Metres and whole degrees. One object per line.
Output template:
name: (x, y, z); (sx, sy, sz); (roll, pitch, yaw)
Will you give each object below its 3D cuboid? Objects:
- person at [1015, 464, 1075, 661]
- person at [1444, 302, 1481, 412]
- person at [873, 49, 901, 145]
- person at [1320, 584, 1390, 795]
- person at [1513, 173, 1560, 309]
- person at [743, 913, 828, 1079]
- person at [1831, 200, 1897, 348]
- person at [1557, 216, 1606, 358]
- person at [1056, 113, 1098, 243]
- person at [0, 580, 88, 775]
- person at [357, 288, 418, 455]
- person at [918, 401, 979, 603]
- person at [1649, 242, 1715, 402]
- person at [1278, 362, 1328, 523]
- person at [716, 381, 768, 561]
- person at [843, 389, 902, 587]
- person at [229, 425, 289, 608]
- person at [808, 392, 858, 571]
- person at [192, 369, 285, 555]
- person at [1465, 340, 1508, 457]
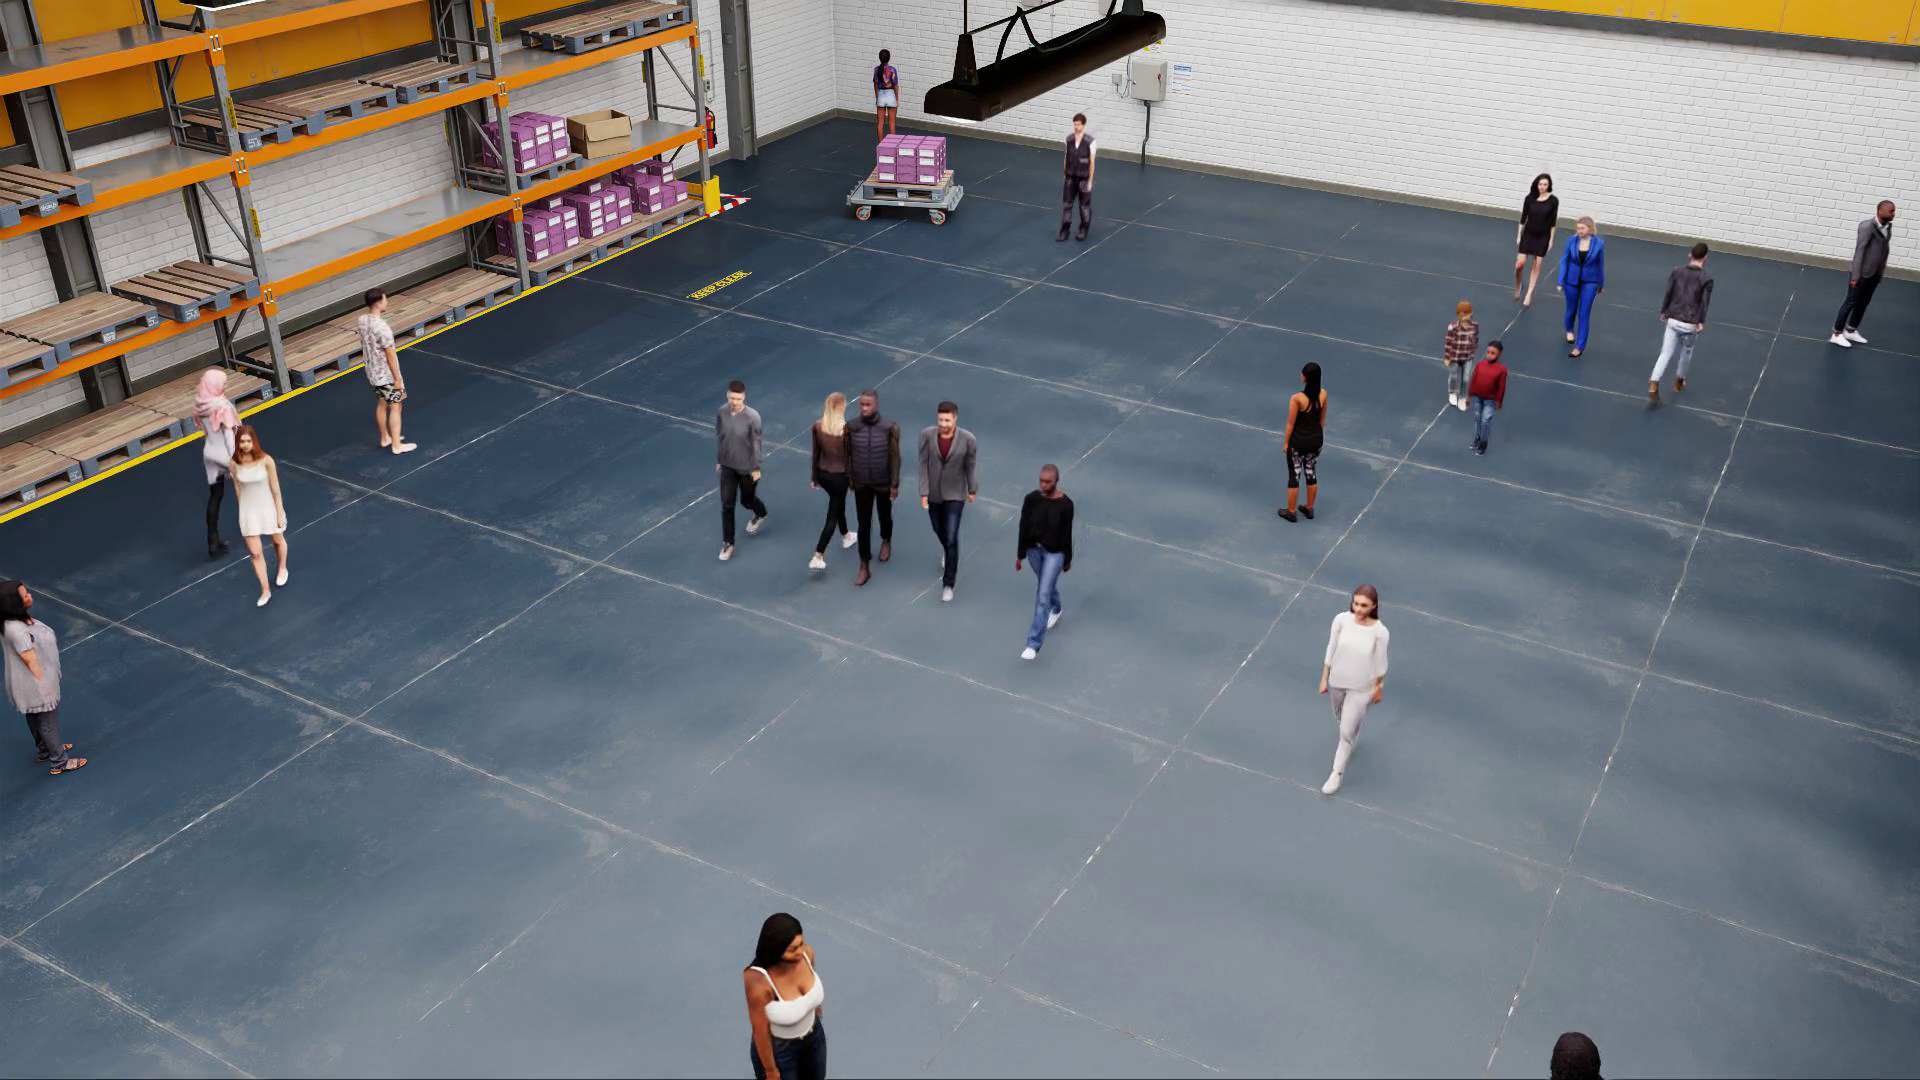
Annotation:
person: (0.755, 0.100, 14.231); (0.664, 1.698, 1.200); (12, 31, 21)
person: (5.643, -2.101, 18.712); (0.677, 1.271, 0.748); (-3, 29, -5)
person: (-1.232, -7.331, 27.808); (0.635, 1.743, 0.583); (9, 30, 15)
person: (2.984, 1.041, 12.549); (0.638, 1.657, 1.067); (18, 33, 29)
person: (7.422, -3.868, 21.408); (0.634, 1.790, 0.617); (11, 31, 20)
person: (-0.991, 2.778, 9.208); (0.764, 1.807, 0.618); (24, 37, 37)
person: (11.037, -3.270, 20.287); (0.737, 1.814, 0.854); (-13, 31, -22)
person: (7.512, -3.109, 20.155); (0.748, 1.658, 1.008); (11, 31, 20)
person: (1.751, -5.196, 23.805); (0.710, 1.827, 0.954); (11, 31, 20)
person: (-7.054, 1.027, 12.623); (0.695, 1.610, 0.725); (25, 37, 38)
person: (-6.111, -1.787, 17.573); (0.703, 1.811, 0.624); (21, 35, 33)
person: (-0.123, -0.446, 15.098); (0.879, 1.826, 1.251); (7, 29, 12)
person: (8.105, -2.419, 18.742); (0.790, 1.800, 1.177); (21, 35, 33)
person: (3.371, -0.968, 16.226); (0.619, 1.662, 0.713); (-12, 31, -21)
person: (-2.037, -0.721, 15.703); (0.810, 1.730, 1.110); (11, 30, 19)
person: (-0.759, -0.550, 15.308); (0.947, 1.808, 1.160); (4, 29, 7)
person: (-6.287, -0.303, 14.997); (0.905, 1.673, 1.002); (-5, 29, -8)
person: (-1.210, -0.508, 15.385); (0.604, 1.660, 1.087); (15, 32, 26)
person: (-6.999, -0.699, 15.657); (0.769, 1.735, 1.244); (11, 30, 19)
person: (5.639, -1.561, 17.749); (0.578, 1.246, 0.669); (25, 37, 38)
